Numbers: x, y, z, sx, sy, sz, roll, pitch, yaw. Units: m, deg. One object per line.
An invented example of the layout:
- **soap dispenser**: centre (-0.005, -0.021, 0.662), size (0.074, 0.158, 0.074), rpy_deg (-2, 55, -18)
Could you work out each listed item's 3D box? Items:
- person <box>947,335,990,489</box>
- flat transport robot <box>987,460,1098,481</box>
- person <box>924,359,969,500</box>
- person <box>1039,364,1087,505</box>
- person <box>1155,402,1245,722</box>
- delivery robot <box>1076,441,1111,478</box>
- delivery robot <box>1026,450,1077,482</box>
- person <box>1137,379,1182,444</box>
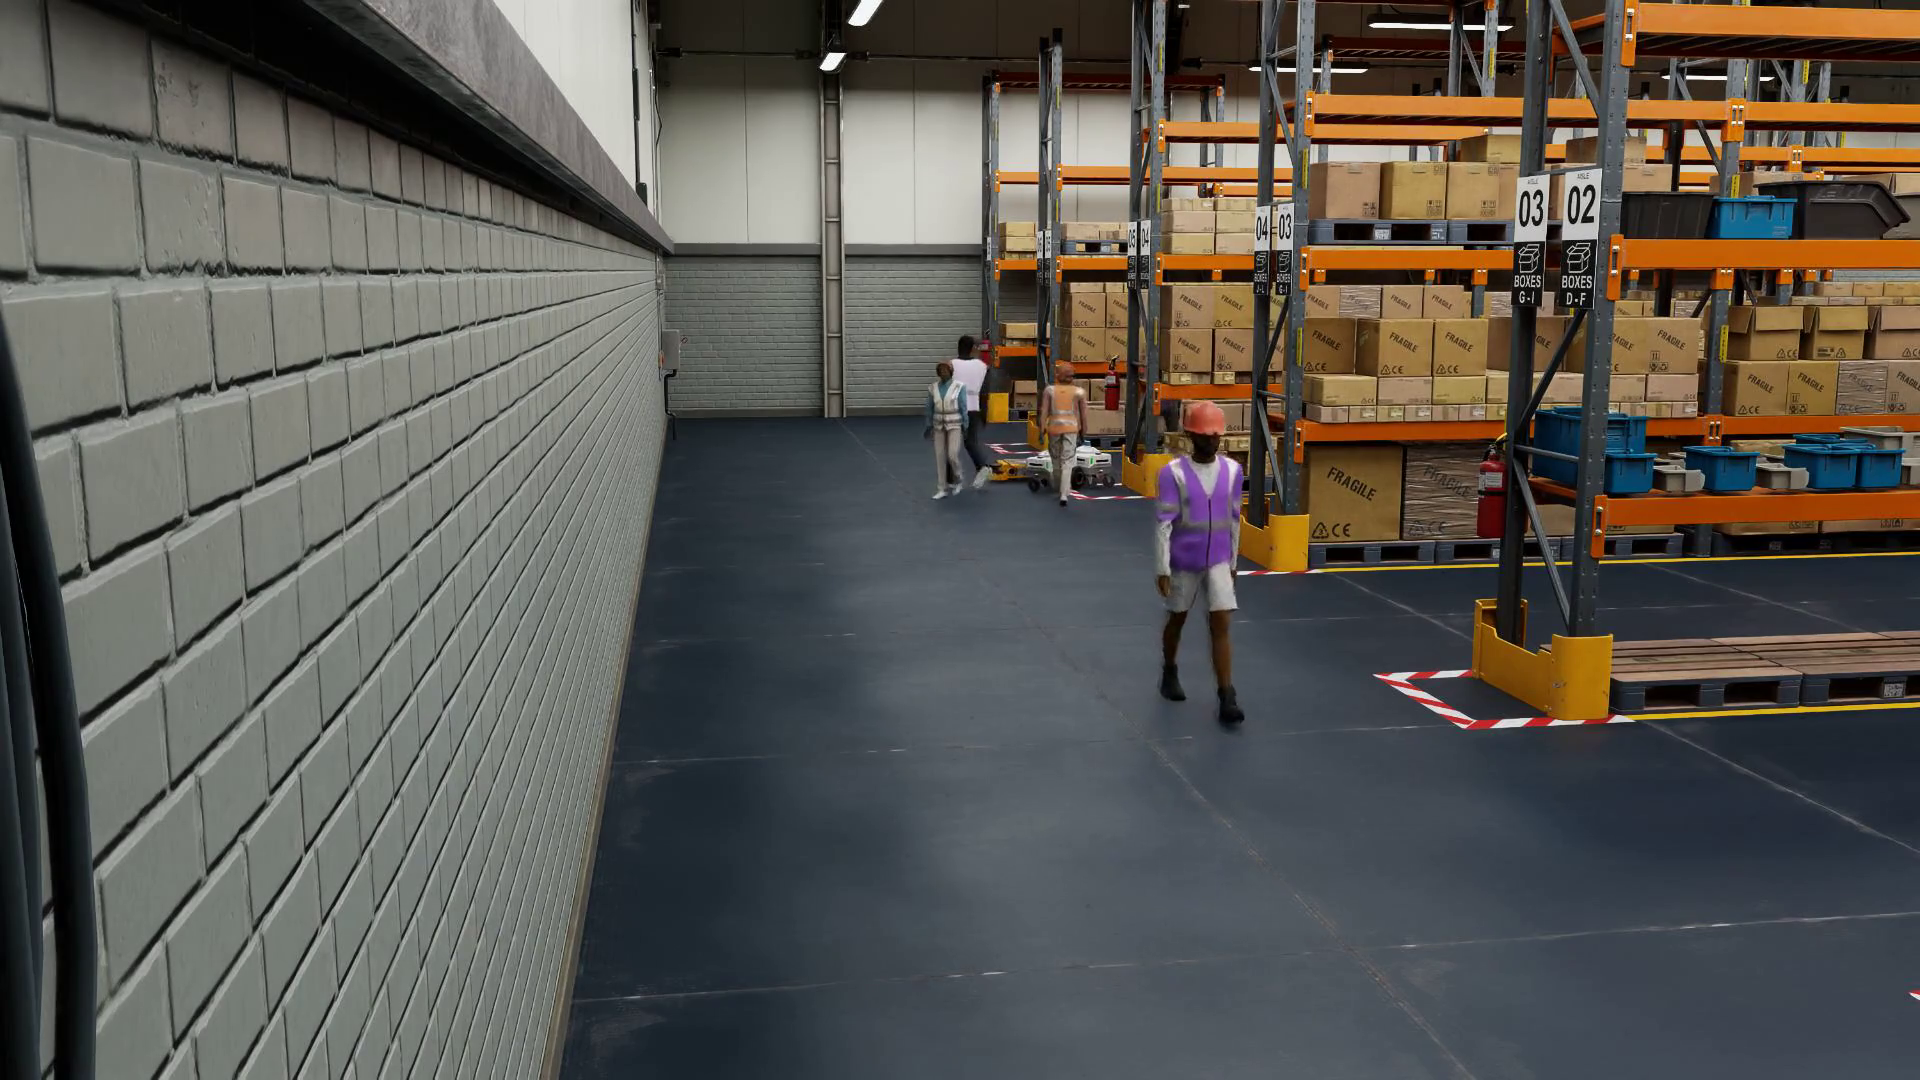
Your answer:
- **person**: centre (0.078, -1.547, 20.183), size (0.641, 1.883, 0.768), rpy_deg (-5, 10, -27)
- **flat transport robot**: centre (1.039, -0.906, 21.180), size (1.431, 0.197, 0.652), rpy_deg (-1, 9, -9)
- **person**: centre (-0.150, -1.281, 19.275), size (0.527, 1.627, 0.360), rpy_deg (5, 11, 29)
- **person**: centre (1.170, -1.204, 18.977), size (0.533, 1.598, 0.907), rpy_deg (2, 9, 10)
- **person**: centre (1.437, 0.111, 9.964), size (0.570, 1.879, 1.015), rpy_deg (-2, 9, -12)
- **delivery robot**: centre (1.553, -0.980, 20.476), size (0.477, 0.478, 0.707), rpy_deg (-5, 11, -30)
- **delivery robot**: centre (1.106, -0.914, 20.066), size (0.477, 0.478, 0.707), rpy_deg (7, 11, 36)
- **person**: centre (2.560, -1.757, 21.533), size (0.630, 1.879, 0.870), rpy_deg (-5, 10, -27)
